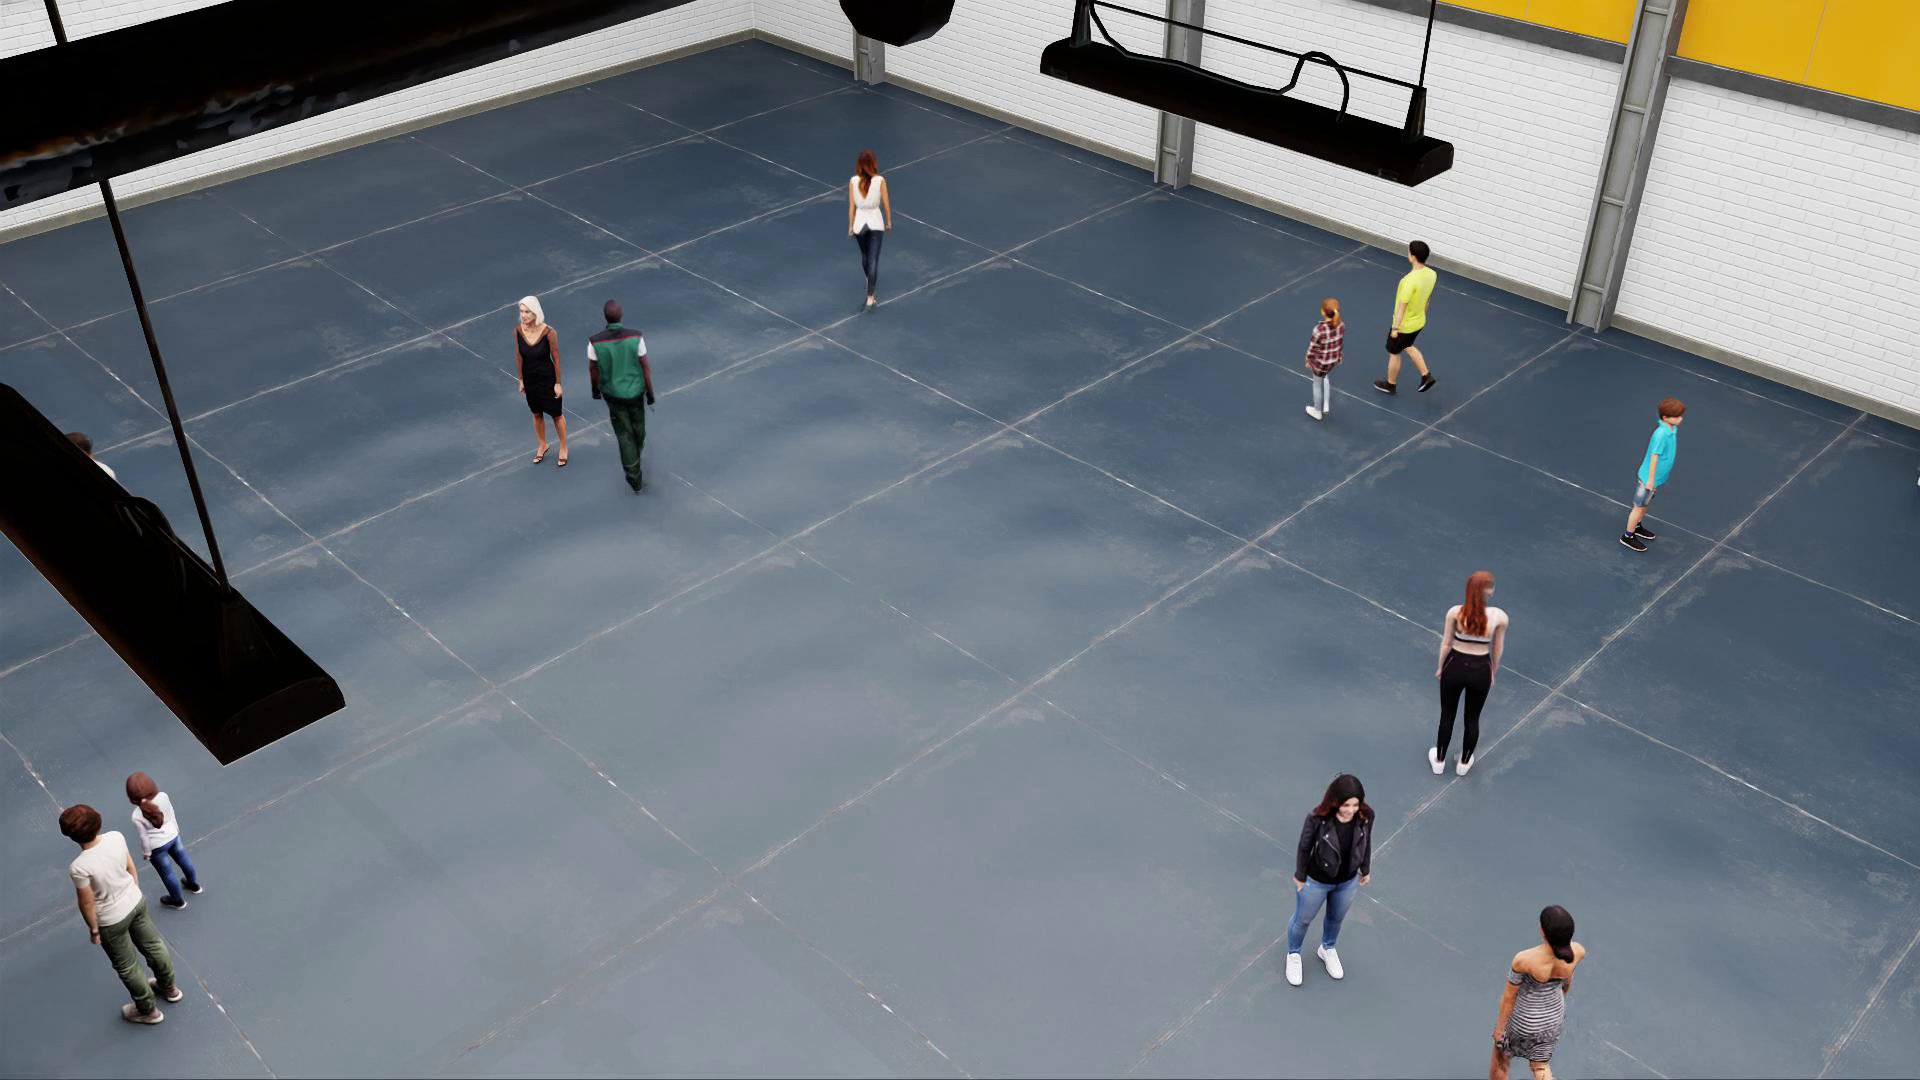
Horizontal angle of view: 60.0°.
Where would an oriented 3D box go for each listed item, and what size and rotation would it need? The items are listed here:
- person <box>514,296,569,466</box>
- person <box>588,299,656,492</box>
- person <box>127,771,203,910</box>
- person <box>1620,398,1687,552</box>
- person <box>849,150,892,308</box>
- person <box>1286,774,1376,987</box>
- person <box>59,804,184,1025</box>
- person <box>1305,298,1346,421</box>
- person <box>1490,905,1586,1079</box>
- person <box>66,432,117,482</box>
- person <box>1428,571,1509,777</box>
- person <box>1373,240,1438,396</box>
[{"bbox_3d":[-3.964,-1.516,15.767,0.614,1.748,0.722,7,34,11],"label":"person"},{"bbox_3d":[-3.096,-1.299,15.404,1.068,1.790,1.243,-8,34,-12],"label":"person"},{"bbox_3d":[-5.324,1.981,11.080,0.540,1.113,0.507,13,36,19],"label":"person"},{"bbox_3d":[6.125,-0.613,14.679,0.506,1.449,0.547,23,40,30],"label":"person"},{"bbox_3d":[-1.028,-3.463,18.701,1.112,1.744,1.127,3,34,4],"label":"person"},{"bbox_3d":[2.314,2.104,10.421,0.727,1.638,0.755,-5,34,-7],"label":"person"},{"bbox_3d":[-5.135,2.274,10.153,0.652,1.652,0.639,10,35,15],"label":"person"},{"bbox_3d":[3.672,-1.780,16.573,0.612,1.297,0.627,-13,36,-19],"label":"person"},{"bbox_3d":[3.233,2.773,9.267,0.918,1.801,1.050,-6,34,-9],"label":"person"},{"bbox_3d":[-6.960,-0.117,13.608,0.597,1.809,0.775,17,37,24],"label":"person"},{"bbox_3d":[3.663,0.973,12.028,0.614,1.742,0.722,8,34,12],"label":"person"},{"bbox_3d":[4.611,-2.203,16.851,0.651,1.693,0.865,-27,42,-34],"label":"person"}]
